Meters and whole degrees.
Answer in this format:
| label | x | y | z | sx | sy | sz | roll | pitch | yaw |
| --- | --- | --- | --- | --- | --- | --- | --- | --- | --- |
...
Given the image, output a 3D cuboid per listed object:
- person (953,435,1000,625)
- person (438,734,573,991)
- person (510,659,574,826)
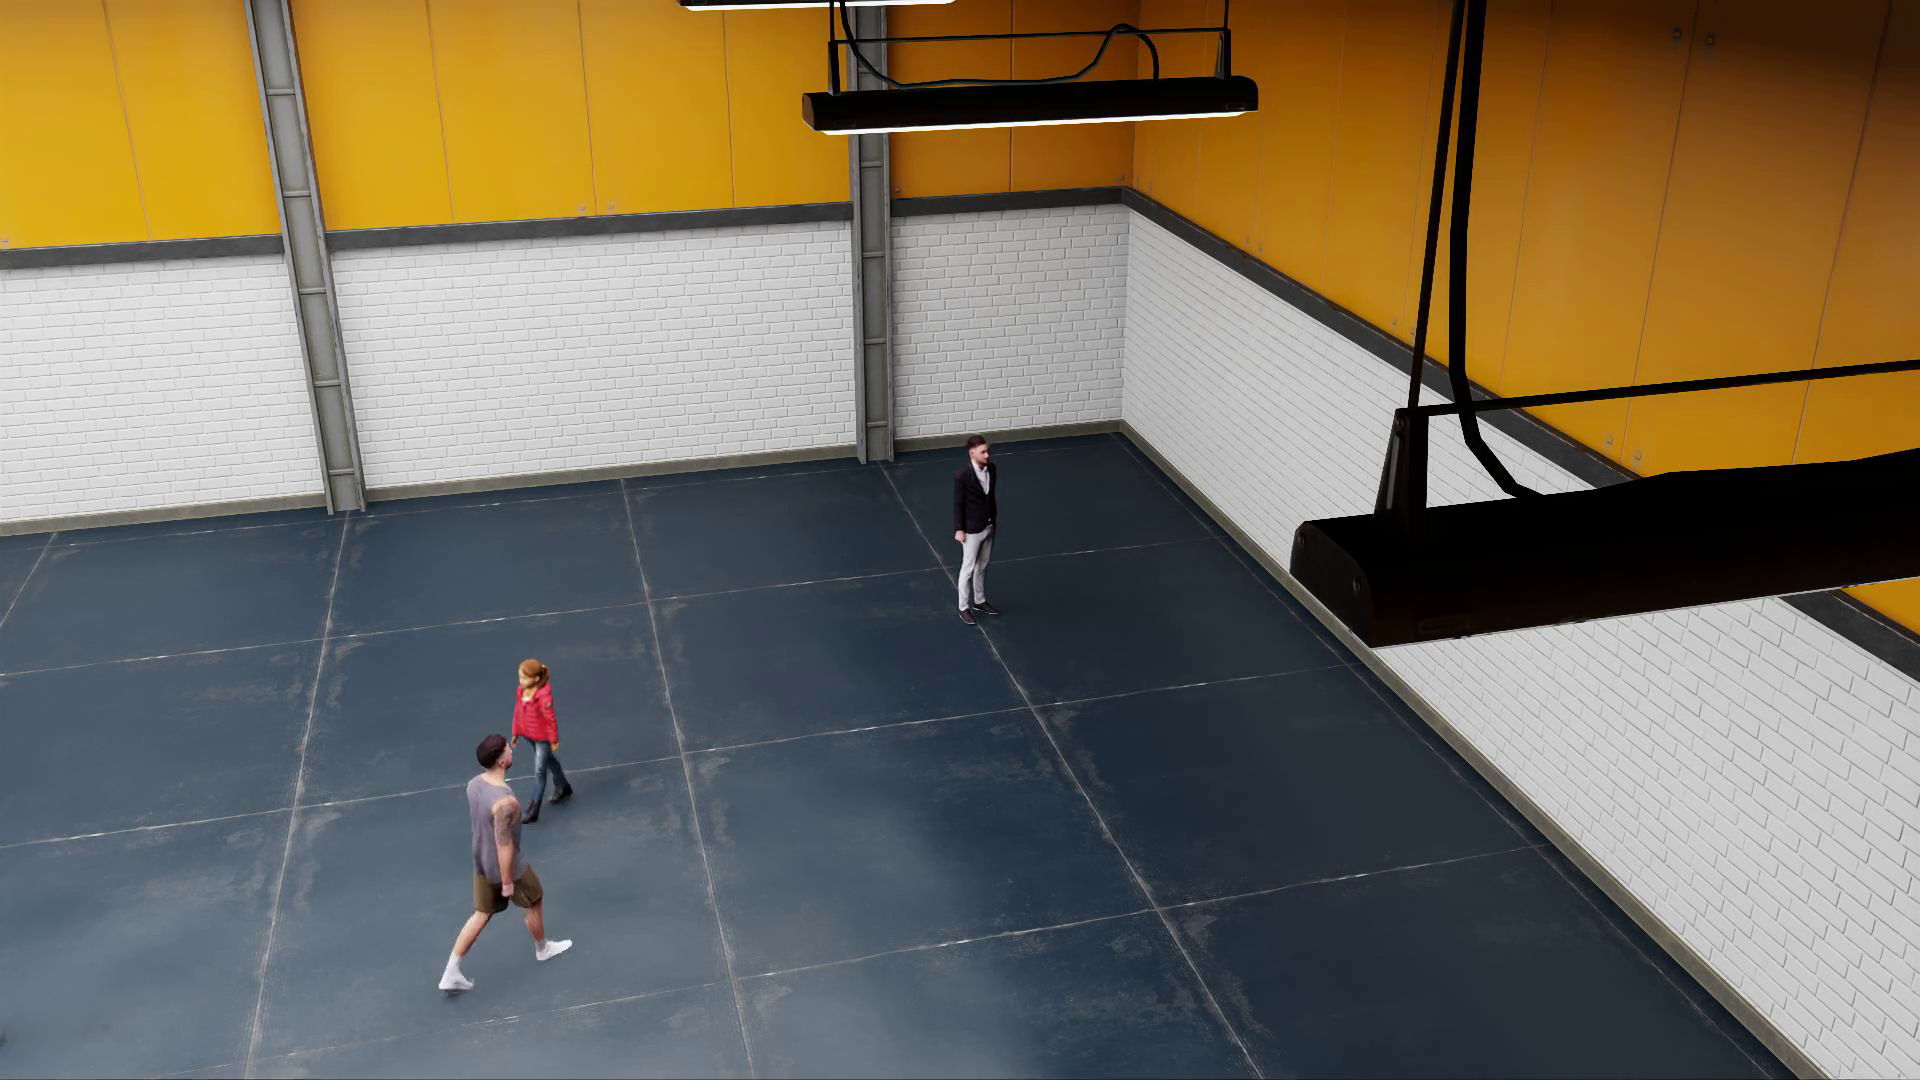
| label | x | y | z | sx | sy | sz | roll | pitch | yaw |
| --- | --- | --- | --- | --- | --- | --- | --- | --- | --- |
| person | 0.160 | -0.134 | 15.678 | 0.659 | 1.842 | 0.803 | -20 | 31 | -38 |
| person | -3.063 | 2.134 | 10.750 | 1.038 | 1.811 | 1.270 | 20 | 30 | 38 |
| person | -3.158 | 1.472 | 12.690 | 0.789 | 1.292 | 0.912 | 18 | 30 | 36 |
